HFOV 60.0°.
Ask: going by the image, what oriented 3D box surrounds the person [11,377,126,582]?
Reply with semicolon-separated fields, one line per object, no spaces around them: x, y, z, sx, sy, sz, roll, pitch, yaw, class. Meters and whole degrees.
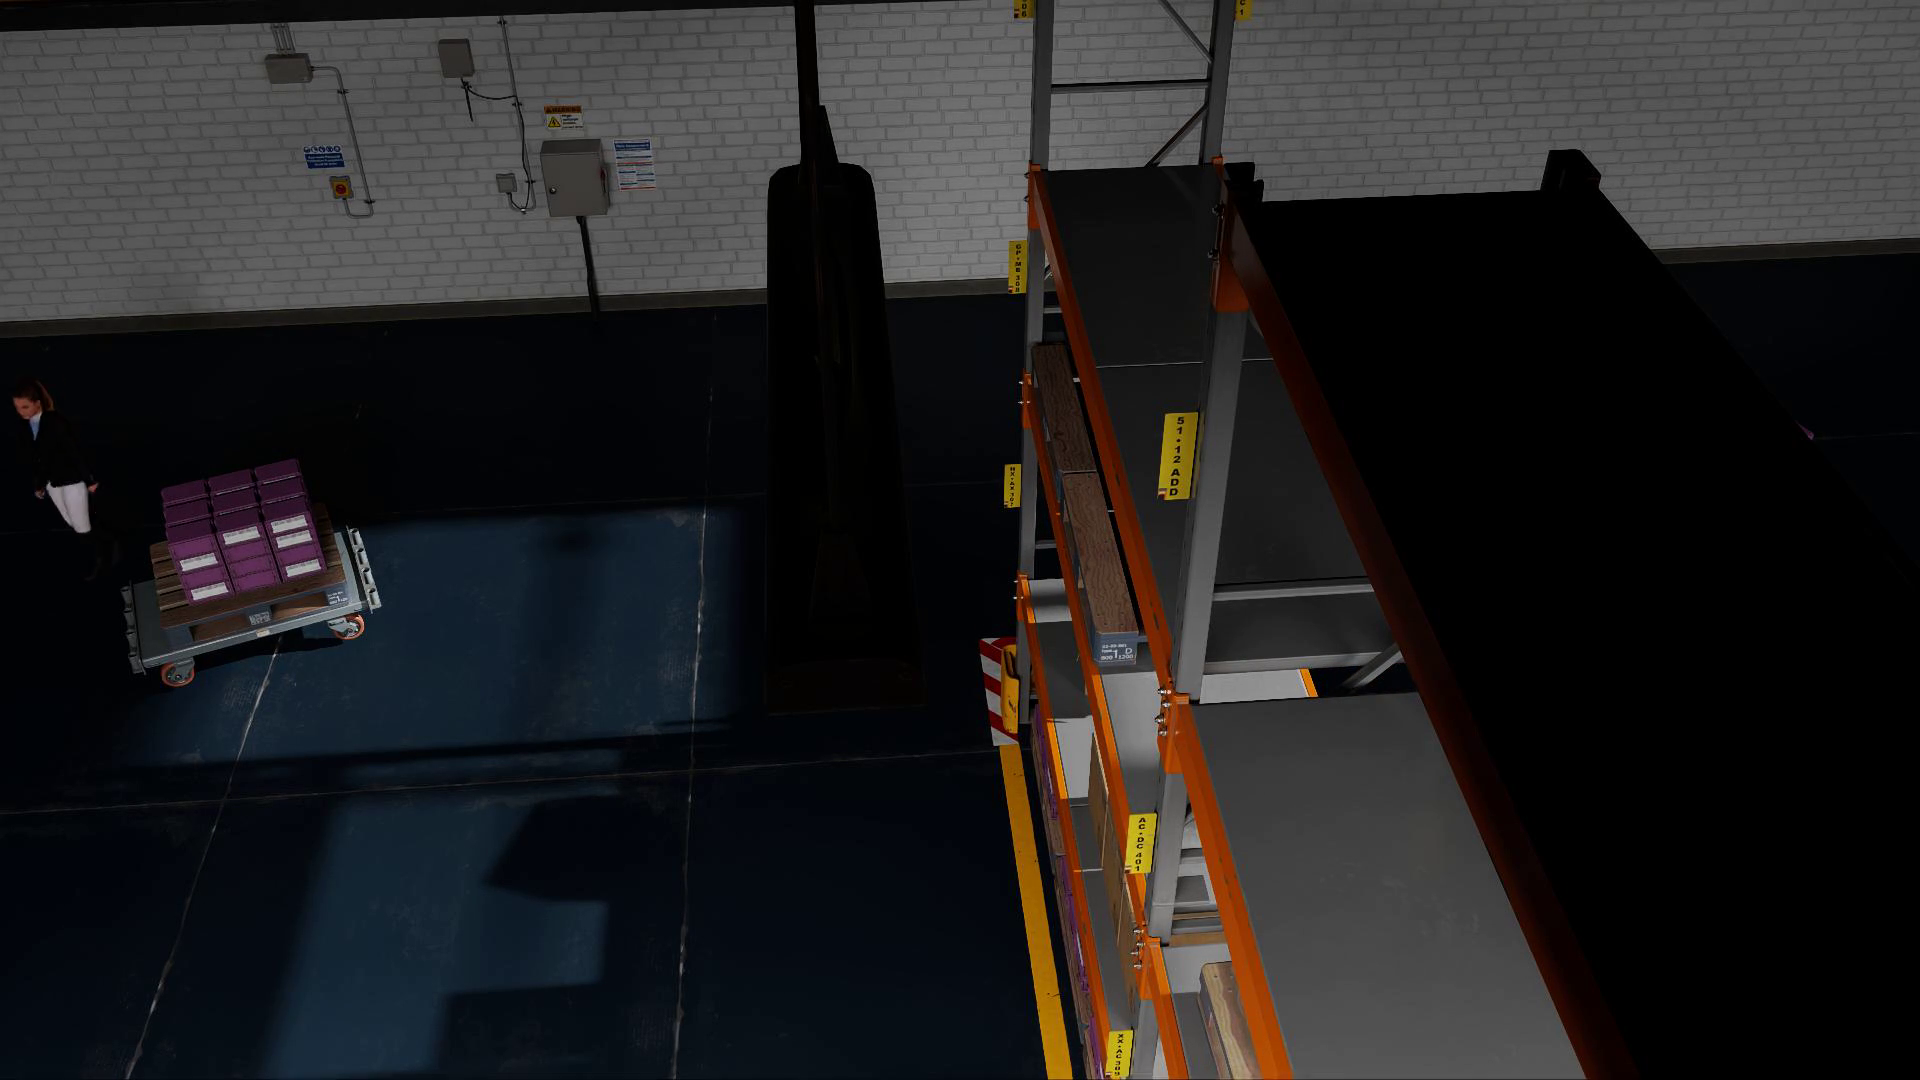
-6.435;-0.476;12.069;0.657;1.719;0.725;9;39;11;person
